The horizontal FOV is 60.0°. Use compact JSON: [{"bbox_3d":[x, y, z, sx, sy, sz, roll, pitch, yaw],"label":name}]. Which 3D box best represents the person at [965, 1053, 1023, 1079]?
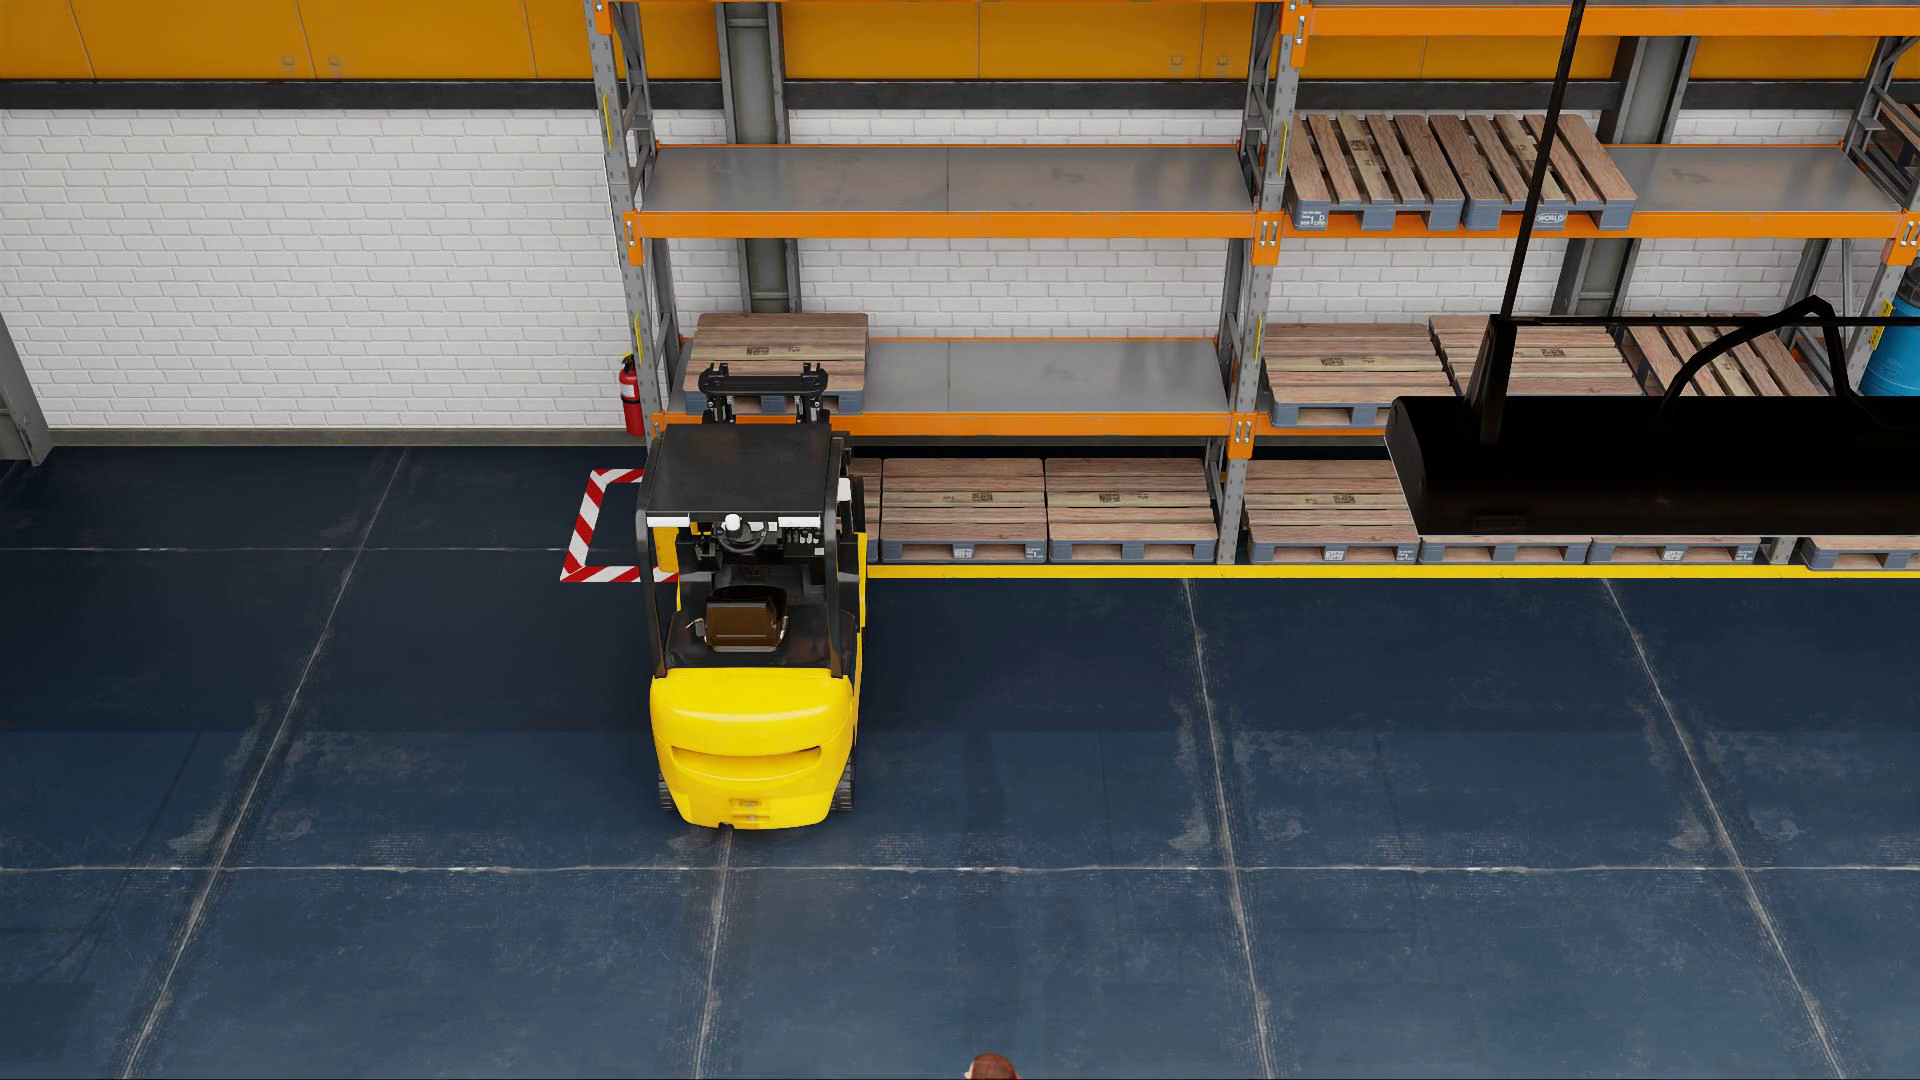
[{"bbox_3d":[0.174,2.805,7.344,0.617,1.723,0.656,6,39,7],"label":"person"}]
